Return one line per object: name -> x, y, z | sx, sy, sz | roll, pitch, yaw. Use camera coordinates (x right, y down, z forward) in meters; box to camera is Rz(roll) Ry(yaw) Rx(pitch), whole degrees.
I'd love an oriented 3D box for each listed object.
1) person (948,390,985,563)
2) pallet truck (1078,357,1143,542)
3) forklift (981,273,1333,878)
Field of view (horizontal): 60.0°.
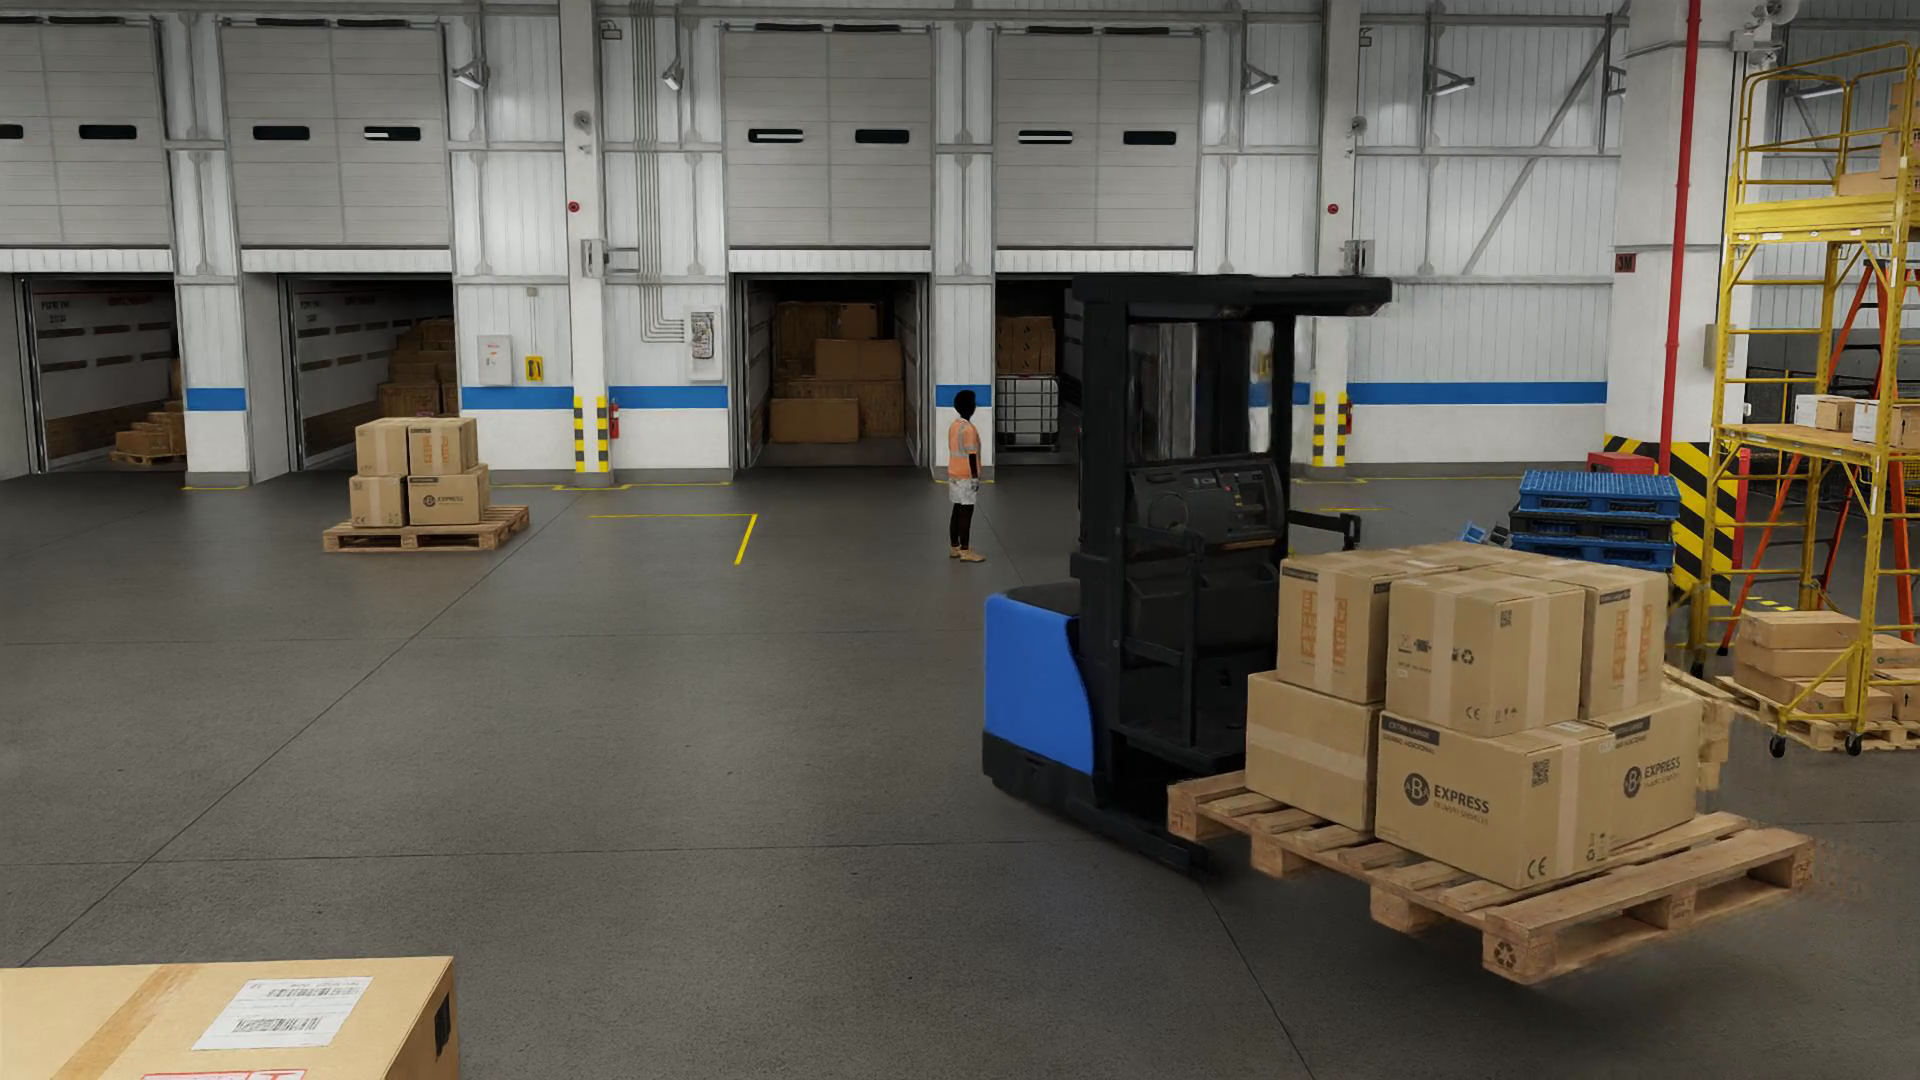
person -> 0.047, -0.622, 16.397 | 0.361, 1.703, 0.550 | -4, 10, -21
pallet truck -> 2.088, -0.836, 16.757 | 1.885, 1.965, 0.823 | 2, 9, 13
forklift -> 1.022, 0.034, 8.536 | 1.129, 2.768, 1.873 | -6, 11, -32
